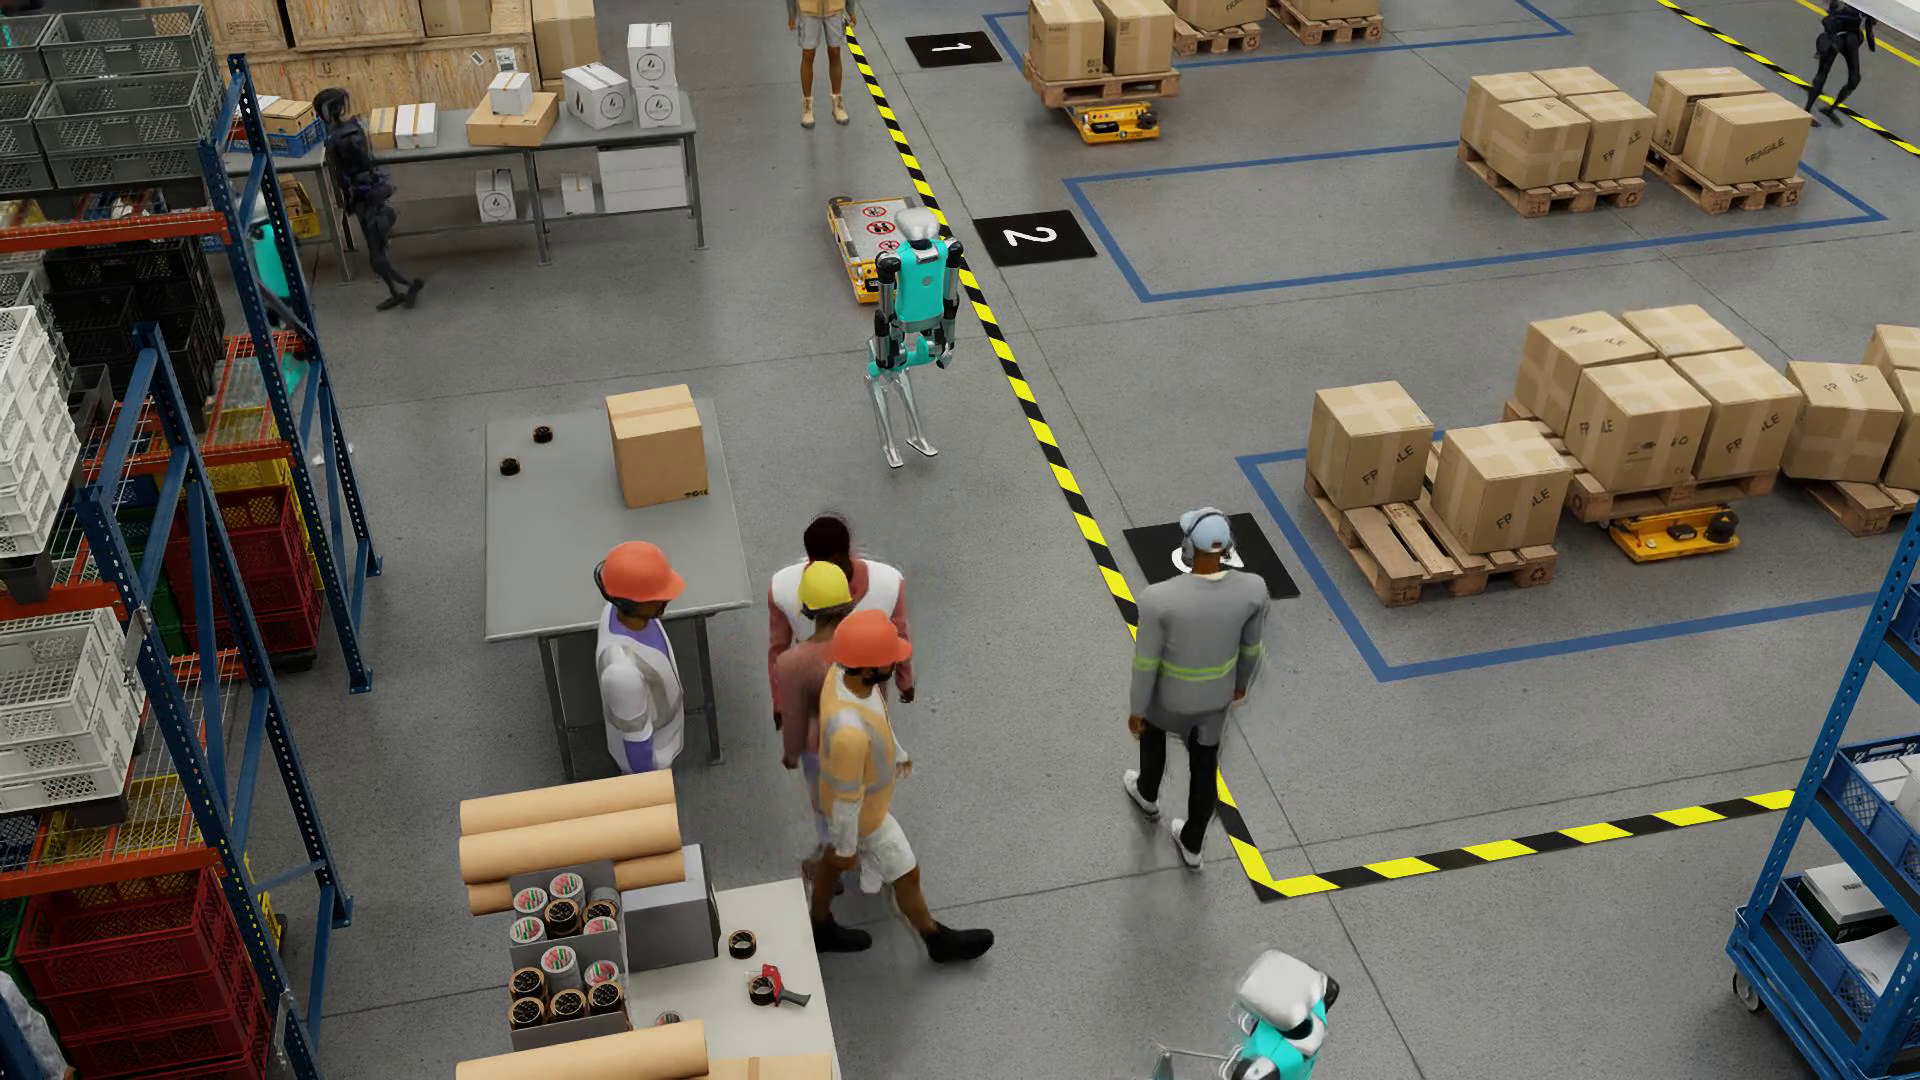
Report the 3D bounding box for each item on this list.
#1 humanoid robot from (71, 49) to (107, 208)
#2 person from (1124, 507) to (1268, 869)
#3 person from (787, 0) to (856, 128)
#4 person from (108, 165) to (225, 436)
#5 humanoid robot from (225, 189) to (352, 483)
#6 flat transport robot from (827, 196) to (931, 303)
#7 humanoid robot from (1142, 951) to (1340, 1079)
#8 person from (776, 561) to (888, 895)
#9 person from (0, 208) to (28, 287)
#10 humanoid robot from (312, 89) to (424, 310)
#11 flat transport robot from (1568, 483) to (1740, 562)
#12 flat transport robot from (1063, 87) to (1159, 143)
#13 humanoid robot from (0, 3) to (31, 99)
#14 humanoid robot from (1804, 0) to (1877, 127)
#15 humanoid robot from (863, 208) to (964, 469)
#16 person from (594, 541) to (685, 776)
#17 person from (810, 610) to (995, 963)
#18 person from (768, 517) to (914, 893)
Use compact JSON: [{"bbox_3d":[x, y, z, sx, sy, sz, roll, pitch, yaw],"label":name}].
[{"bbox_3d":[-6.335,-2.890,12.294,0.786,1.622,0.590,-8,37,-11],"label":"humanoid robot"},{"bbox_3d":[1.011,0.602,7.435,0.616,1.823,0.759,-7,37,-9],"label":"person"},{"bbox_3d":[-1.173,-4.529,14.156,0.607,2.043,0.395,-7,37,-10],"label":"person"},{"bbox_3d":[-4.920,-1.487,10.246,0.332,1.836,0.504,-28,45,-32],"label":"person"},{"bbox_3d":[-4.196,-1.097,9.845,0.567,1.831,0.871,31,46,34],"label":"humanoid robot"},{"bbox_3d":[-0.570,-2.220,12.538,0.659,0.231,1.431,-8,37,-10],"label":"flat transport robot"},{"bbox_3d":[0.845,1.957,5.706,1.043,1.739,0.557,24,43,29],"label":"humanoid robot"},{"bbox_3d":[-0.541,0.819,7.197,0.523,1.769,0.324,-20,41,-25],"label":"person"},{"bbox_3d":[-5.895,-1.601,10.425,0.614,1.797,0.689,26,44,30],"label":"person"},{"bbox_3d":[-4.121,-2.341,11.520,0.372,1.641,0.613,-30,46,-34],"label":"humanoid robot"},{"bbox_3d":[4.024,-0.394,10.060,0.652,0.197,1.431,-8,37,-10],"label":"flat transport robot"},{"bbox_3d":[1.246,-3.931,14.814,0.652,0.197,1.431,-8,37,-10],"label":"flat transport robot"},{"bbox_3d":[-7.133,-3.353,12.875,0.668,1.857,0.557,2,37,2],"label":"humanoid robot"},{"bbox_3d":[7.566,-4.343,14.209,0.600,1.645,0.367,-14,39,-18],"label":"humanoid robot"},{"bbox_3d":[-0.349,-1.252,9.897,0.533,1.673,0.735,-18,40,-23],"label":"humanoid robot"},{"bbox_3d":[-1.266,0.838,6.945,0.393,2.038,0.613,-4,37,-6],"label":"person"},{"bbox_3d":[-0.284,1.035,6.799,0.907,1.901,0.556,-5,37,-7],"label":"person"},{"bbox_3d":[-0.525,0.688,7.278,0.614,1.883,0.825,2,37,3],"label":"person"}]
